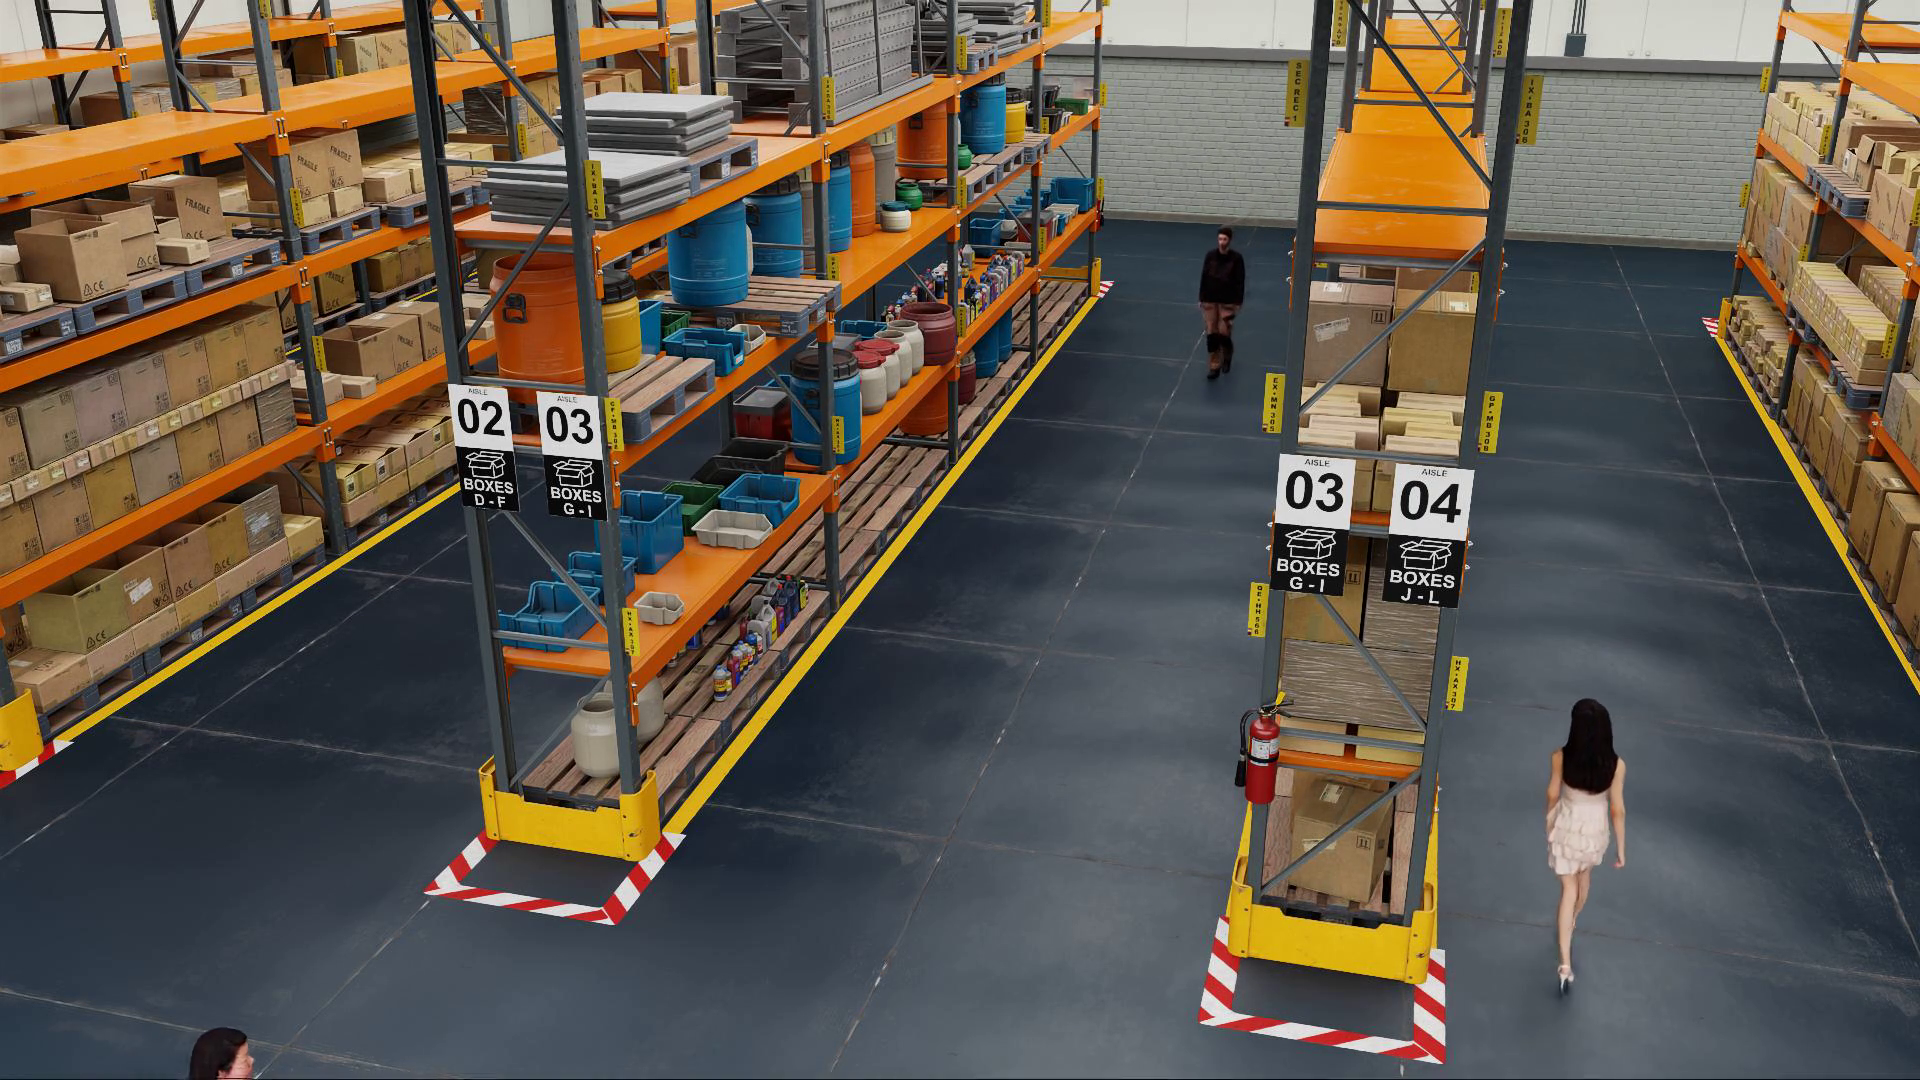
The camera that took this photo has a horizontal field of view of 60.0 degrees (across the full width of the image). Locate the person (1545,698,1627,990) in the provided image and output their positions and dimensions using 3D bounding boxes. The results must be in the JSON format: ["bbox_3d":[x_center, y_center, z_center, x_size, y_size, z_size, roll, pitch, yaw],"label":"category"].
[{"bbox_3d":[3.529,1.777,9.553,0.641,1.693,0.943,8,24,19],"label":"person"}]

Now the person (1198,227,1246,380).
[{"bbox_3d":[3.291,-2.989,20.912,0.759,1.914,0.775,10,24,22],"label":"person"}]
